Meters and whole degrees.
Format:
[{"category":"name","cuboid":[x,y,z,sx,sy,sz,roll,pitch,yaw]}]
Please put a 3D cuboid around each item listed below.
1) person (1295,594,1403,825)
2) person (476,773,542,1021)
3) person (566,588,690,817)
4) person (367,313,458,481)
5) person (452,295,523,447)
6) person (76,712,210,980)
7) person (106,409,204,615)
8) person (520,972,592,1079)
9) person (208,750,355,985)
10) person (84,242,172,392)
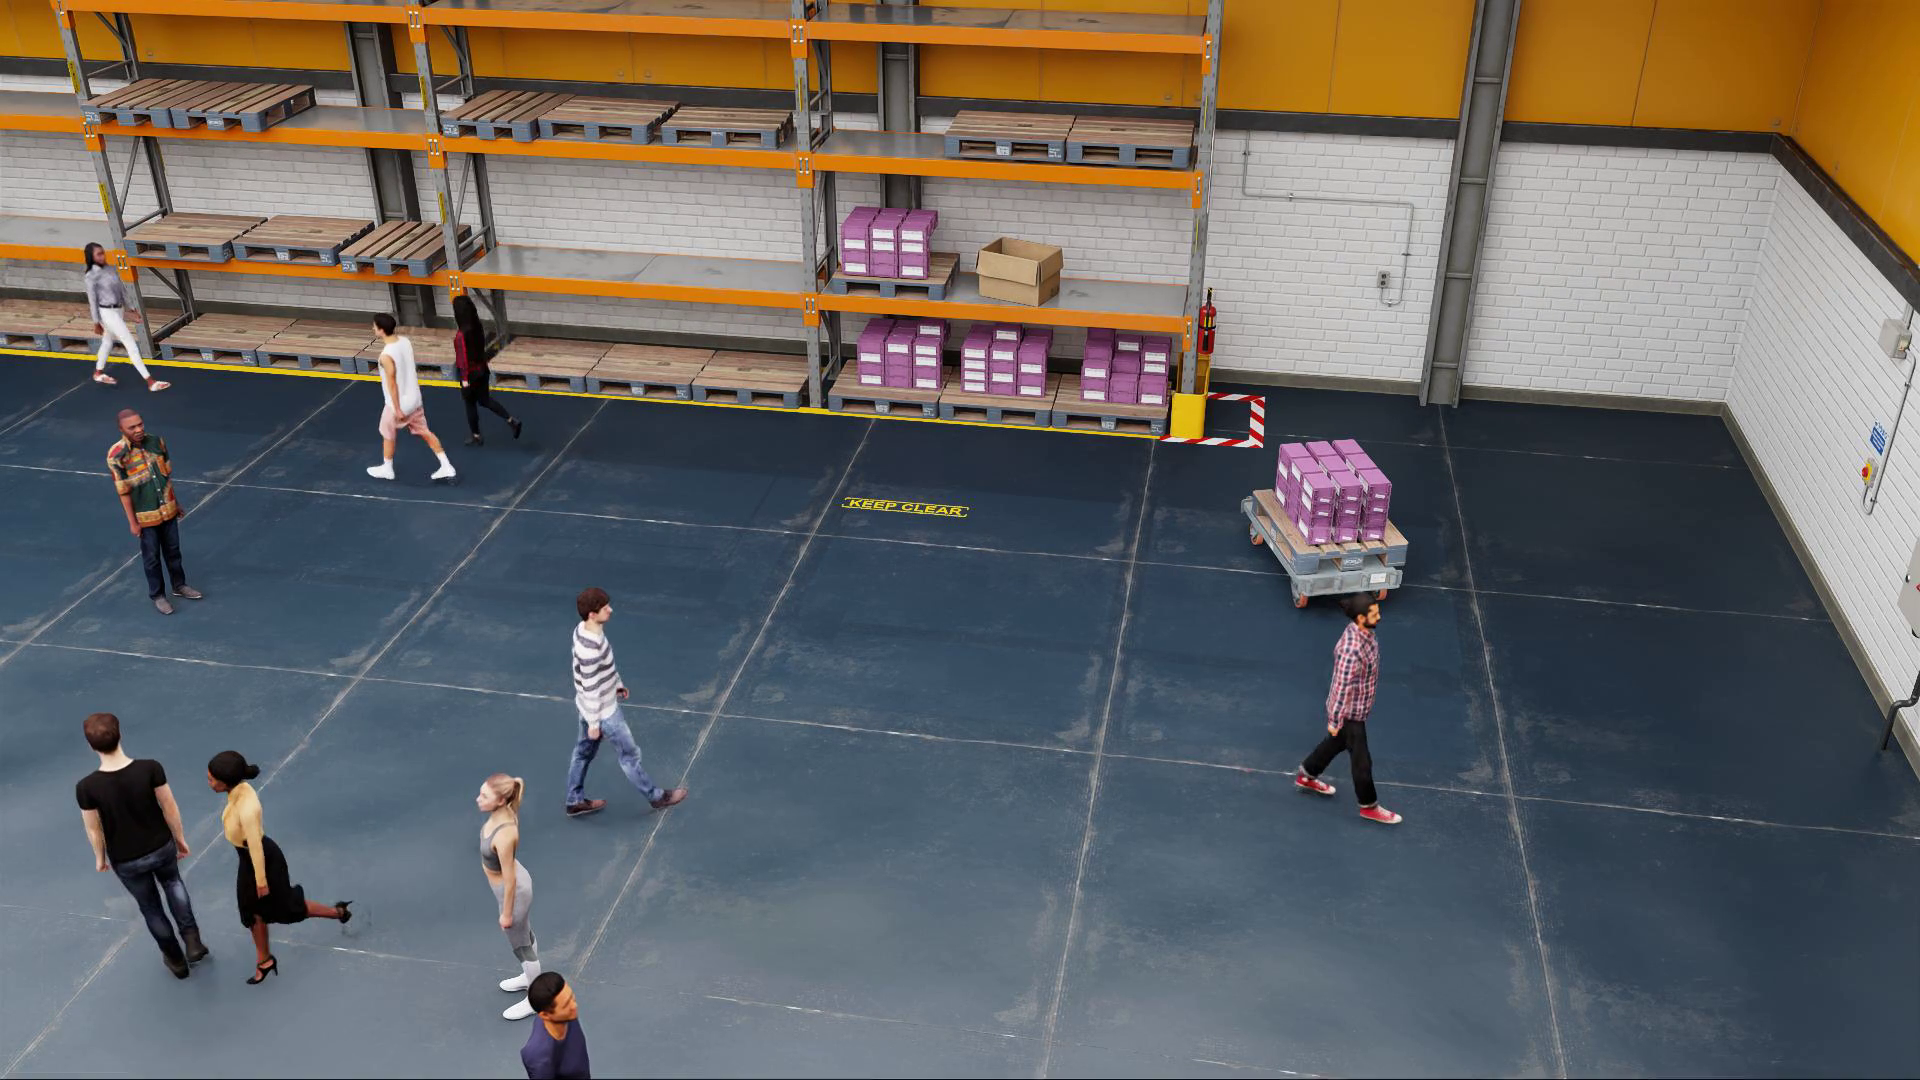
[{"category":"person","cuboid":[2.662,1.139,11.585,1.076,1.726,0.832,10,30,18]},{"category":"person","cuboid":[-2.651,2.093,9.863,0.672,1.700,0.647,-8,30,-14]},{"category":"person","cuboid":[-2.584,1.167,11.441,1.200,1.815,0.975,-8,30,-14]},{"category":"person","cuboid":[-5.311,-1.341,16.108,1.165,1.747,0.725,8,30,14]},{"category":"person","cuboid":[-4.837,-1.677,16.840,0.892,1.637,0.587,5,29,9]},{"category":"person","cuboid":[-4.901,1.915,10.000,0.805,1.881,0.860,-20,34,-32]},{"category":"person","cuboid":[-6.855,-0.273,14.088,0.787,1.808,0.790,16,32,27]},{"category":"person","cuboid":[-1.993,2.869,8.343,0.581,1.793,0.683,0,29,0]},{"category":"person","cuboid":[-4.179,1.976,10.158,1.024,1.622,0.958,-20,34,-32]},{"category":"person","cuboid":[-9.323,-2.414,18.157,1.207,1.669,0.587,5,29,9]}]
